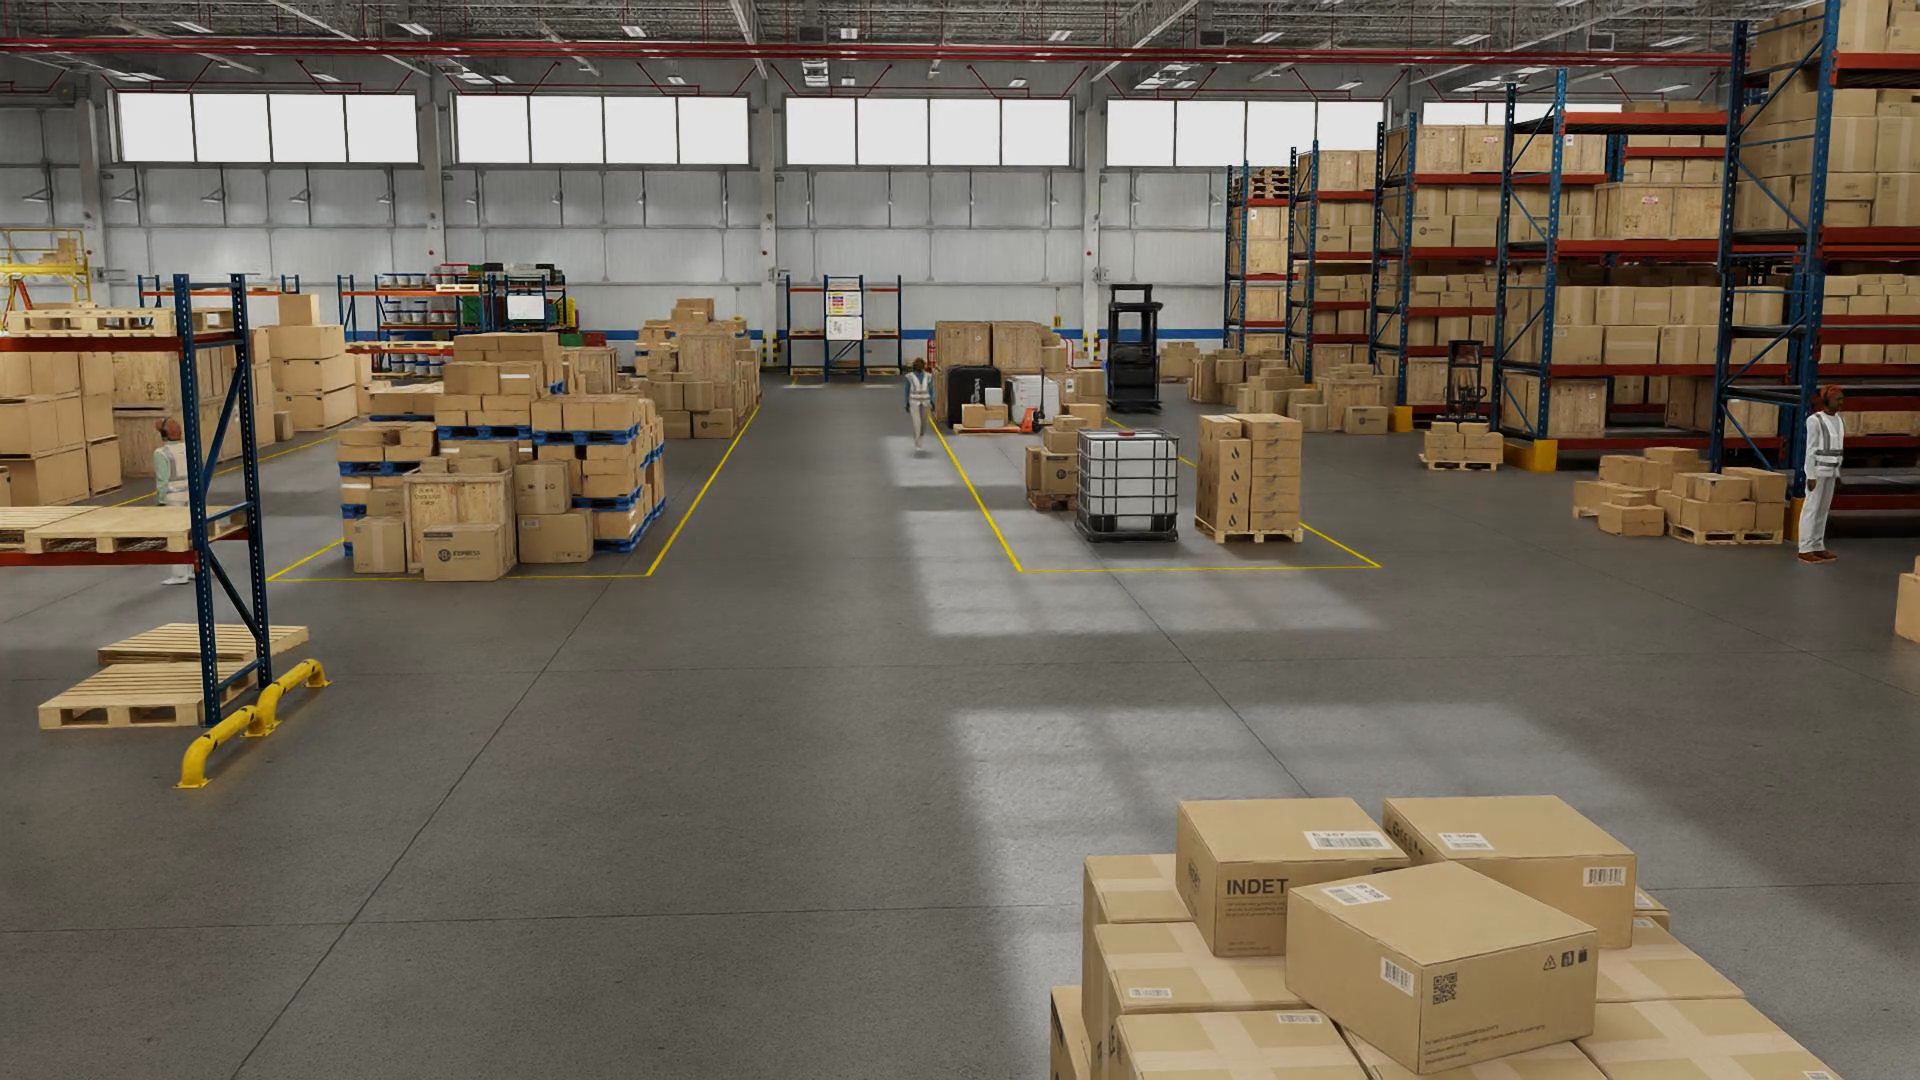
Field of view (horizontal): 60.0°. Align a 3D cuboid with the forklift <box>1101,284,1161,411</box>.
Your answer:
[{"bbox_3d":[3.807,-4.347,37.327,1.129,2.768,1.873,-1,9,-4],"label":"forklift"}]

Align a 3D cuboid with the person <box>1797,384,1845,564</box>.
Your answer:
[{"bbox_3d":[9.092,-0.693,17.507,0.574,1.883,0.360,-6,11,-32],"label":"person"}]

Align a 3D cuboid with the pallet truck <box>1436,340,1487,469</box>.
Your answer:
[{"bbox_3d":[8.004,-2.170,26.422,0.823,1.965,1.885,2,9,14],"label":"pallet truck"}]

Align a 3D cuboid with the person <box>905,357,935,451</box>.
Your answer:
[{"bbox_3d":[-0.721,-2.357,28.782,0.532,1.621,0.554,-3,9,-17],"label":"person"}]

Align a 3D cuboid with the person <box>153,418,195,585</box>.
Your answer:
[{"bbox_3d":[-7.674,-0.378,16.283,0.315,1.640,0.514,2,9,11],"label":"person"}]
